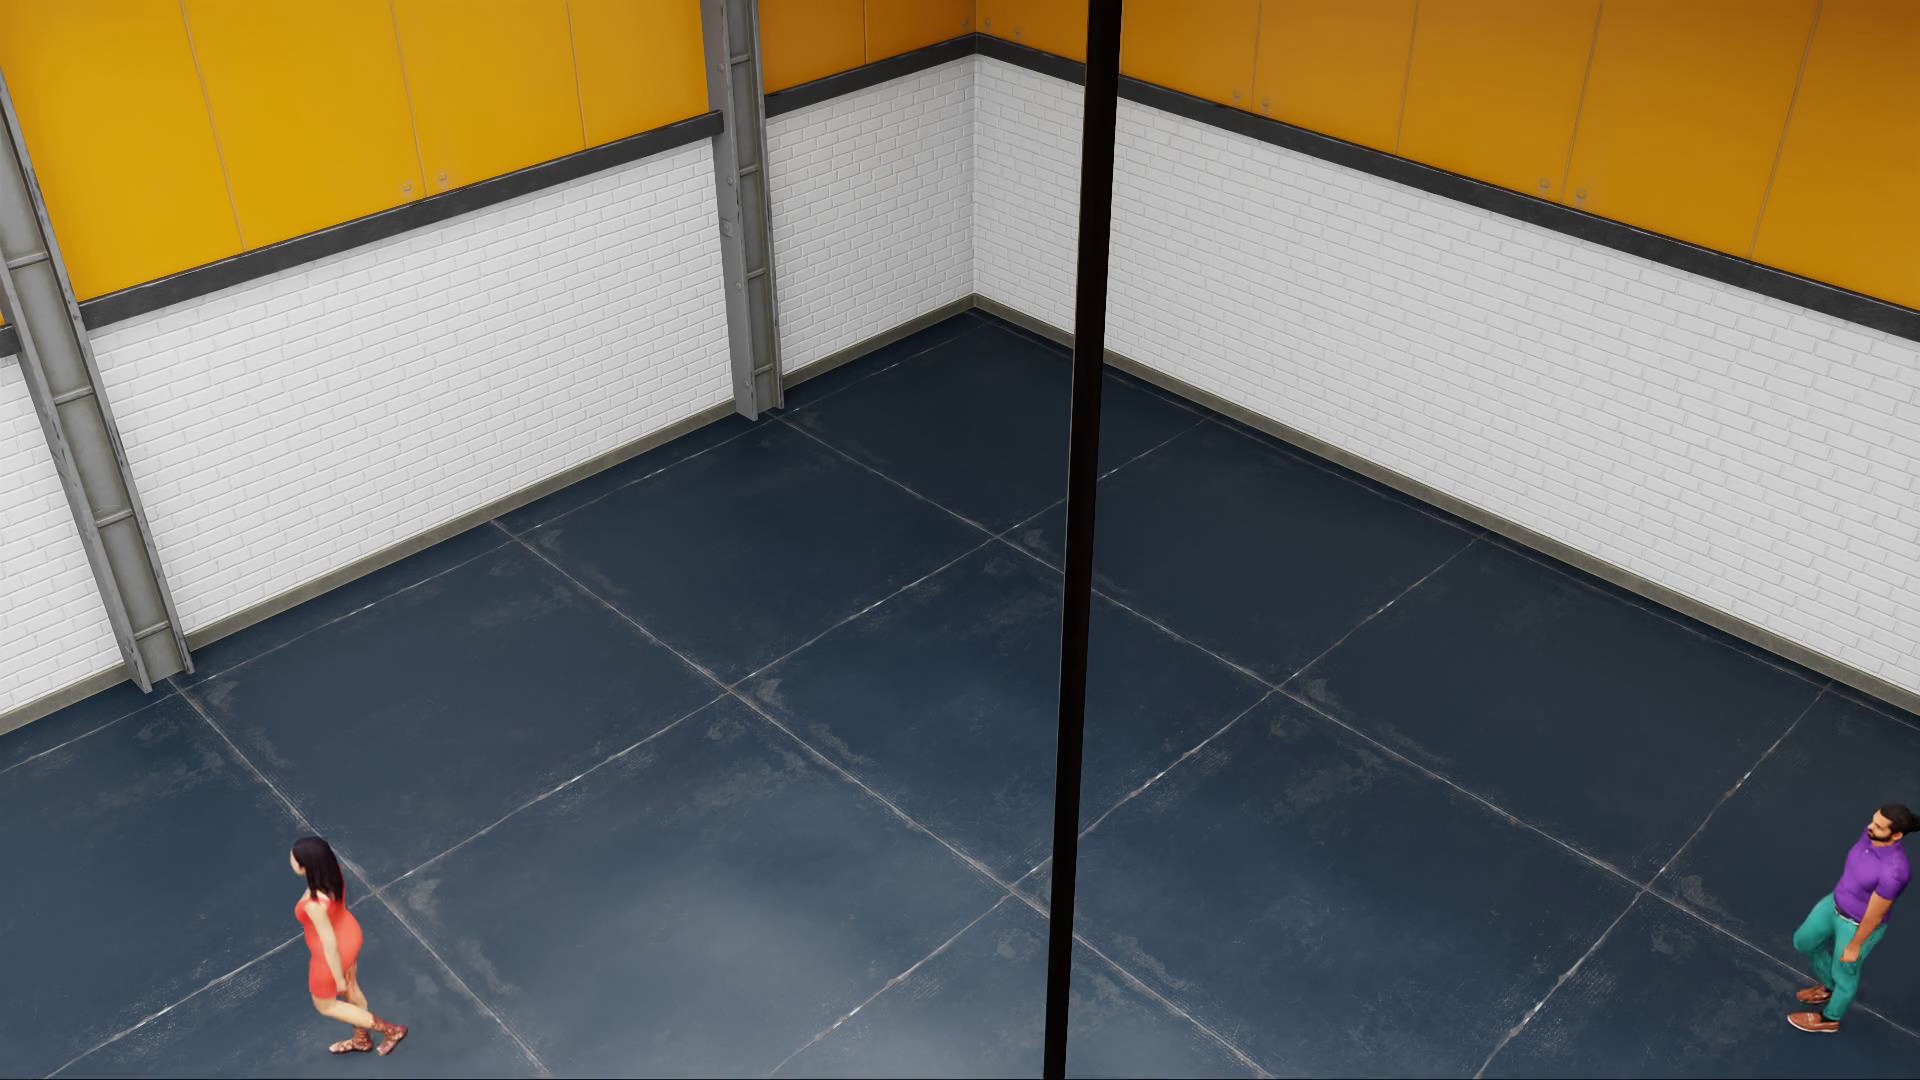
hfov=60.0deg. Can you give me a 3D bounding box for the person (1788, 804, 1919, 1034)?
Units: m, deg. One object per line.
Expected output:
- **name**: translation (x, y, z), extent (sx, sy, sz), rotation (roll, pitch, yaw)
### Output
- **person**: translation (5.279, 2.211, 9.643), extent (0.844, 1.759, 0.782), rotation (2, 34, 2)

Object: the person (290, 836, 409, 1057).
- **person**: translation (-3.479, 2.344, 9.489), extent (0.874, 1.706, 0.812), rotation (-1, 34, -2)
